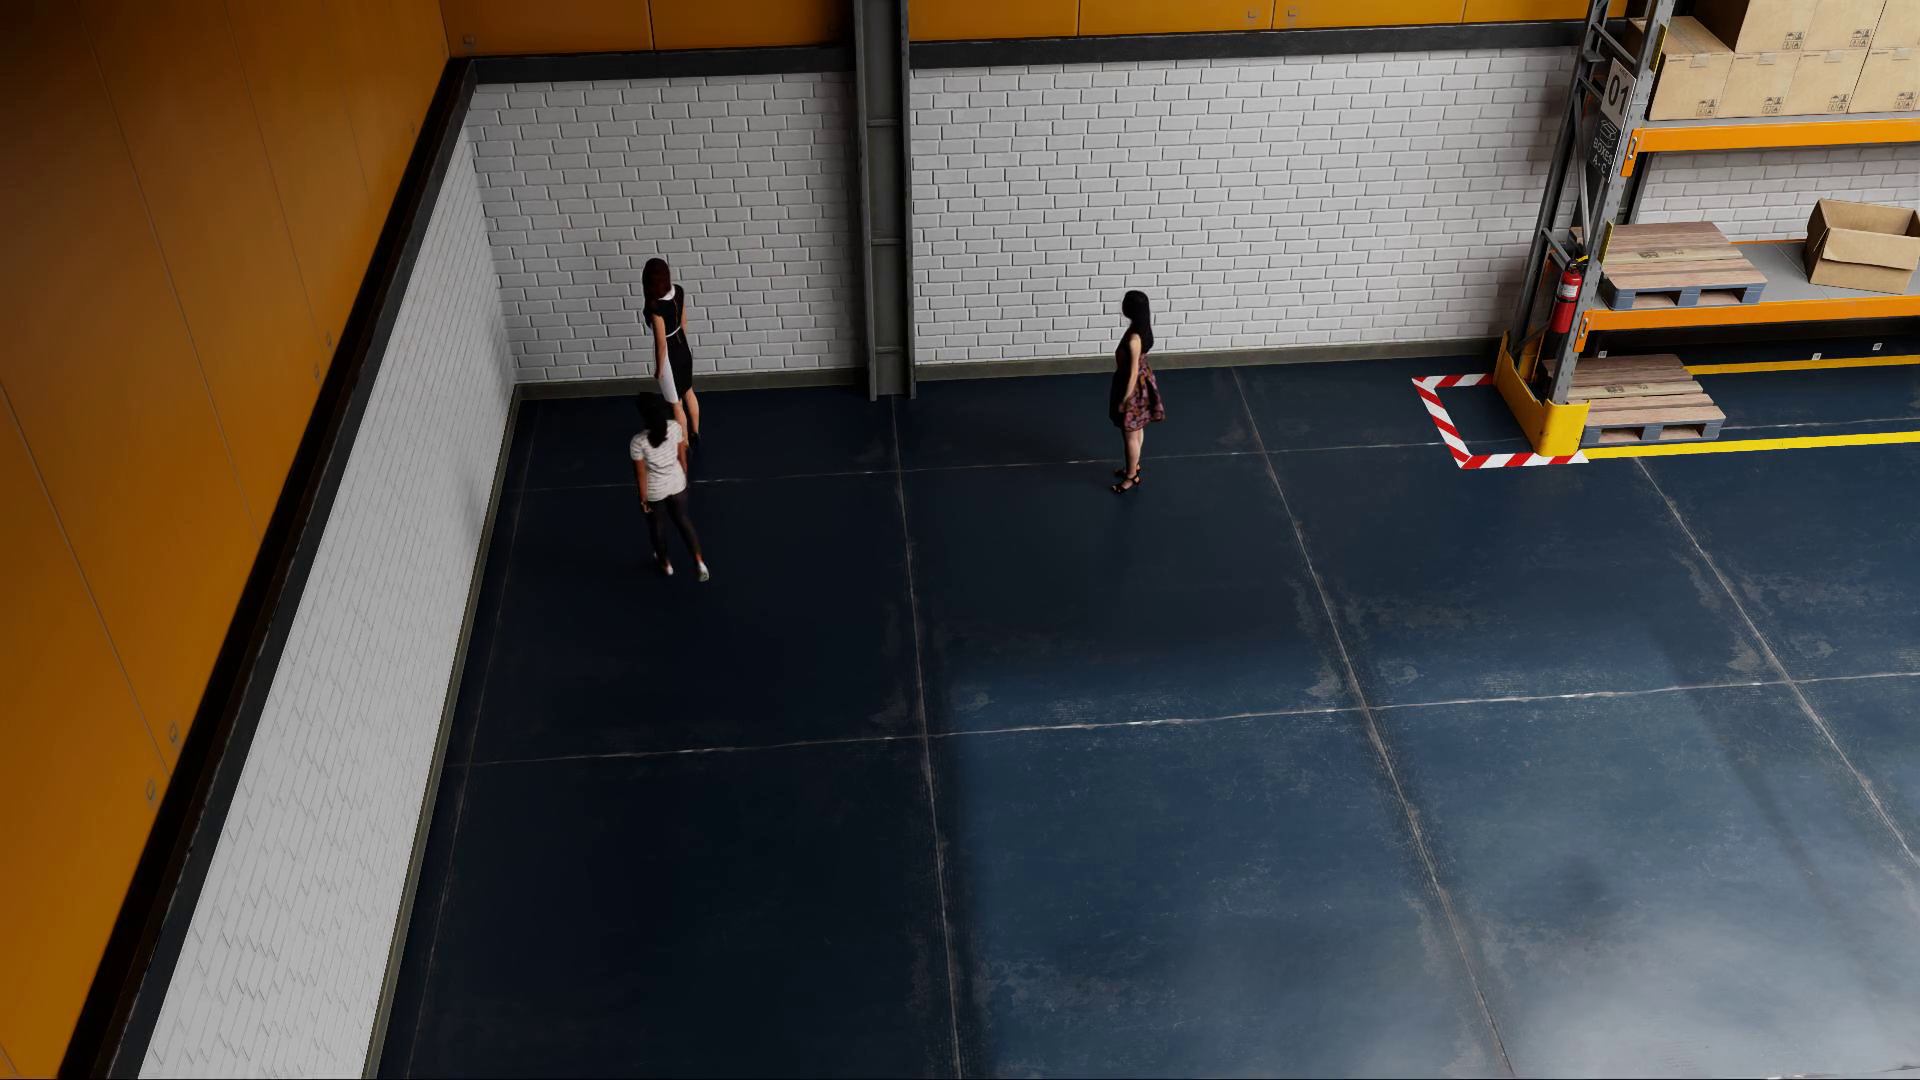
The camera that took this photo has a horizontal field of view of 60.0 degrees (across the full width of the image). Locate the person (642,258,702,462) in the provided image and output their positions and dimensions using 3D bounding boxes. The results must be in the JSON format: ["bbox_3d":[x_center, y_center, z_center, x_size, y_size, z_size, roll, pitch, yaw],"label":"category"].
[{"bbox_3d":[-2.246,-1.407,13.044,0.654,1.796,0.652,16,41,19],"label":"person"}]

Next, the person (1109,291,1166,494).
[{"bbox_3d":[1.314,-1.133,12.717,0.787,1.775,0.763,10,40,12],"label":"person"}]

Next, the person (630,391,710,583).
[{"bbox_3d":[-2.067,-0.332,11.830,0.927,1.630,0.899,-24,45,-27],"label":"person"}]
